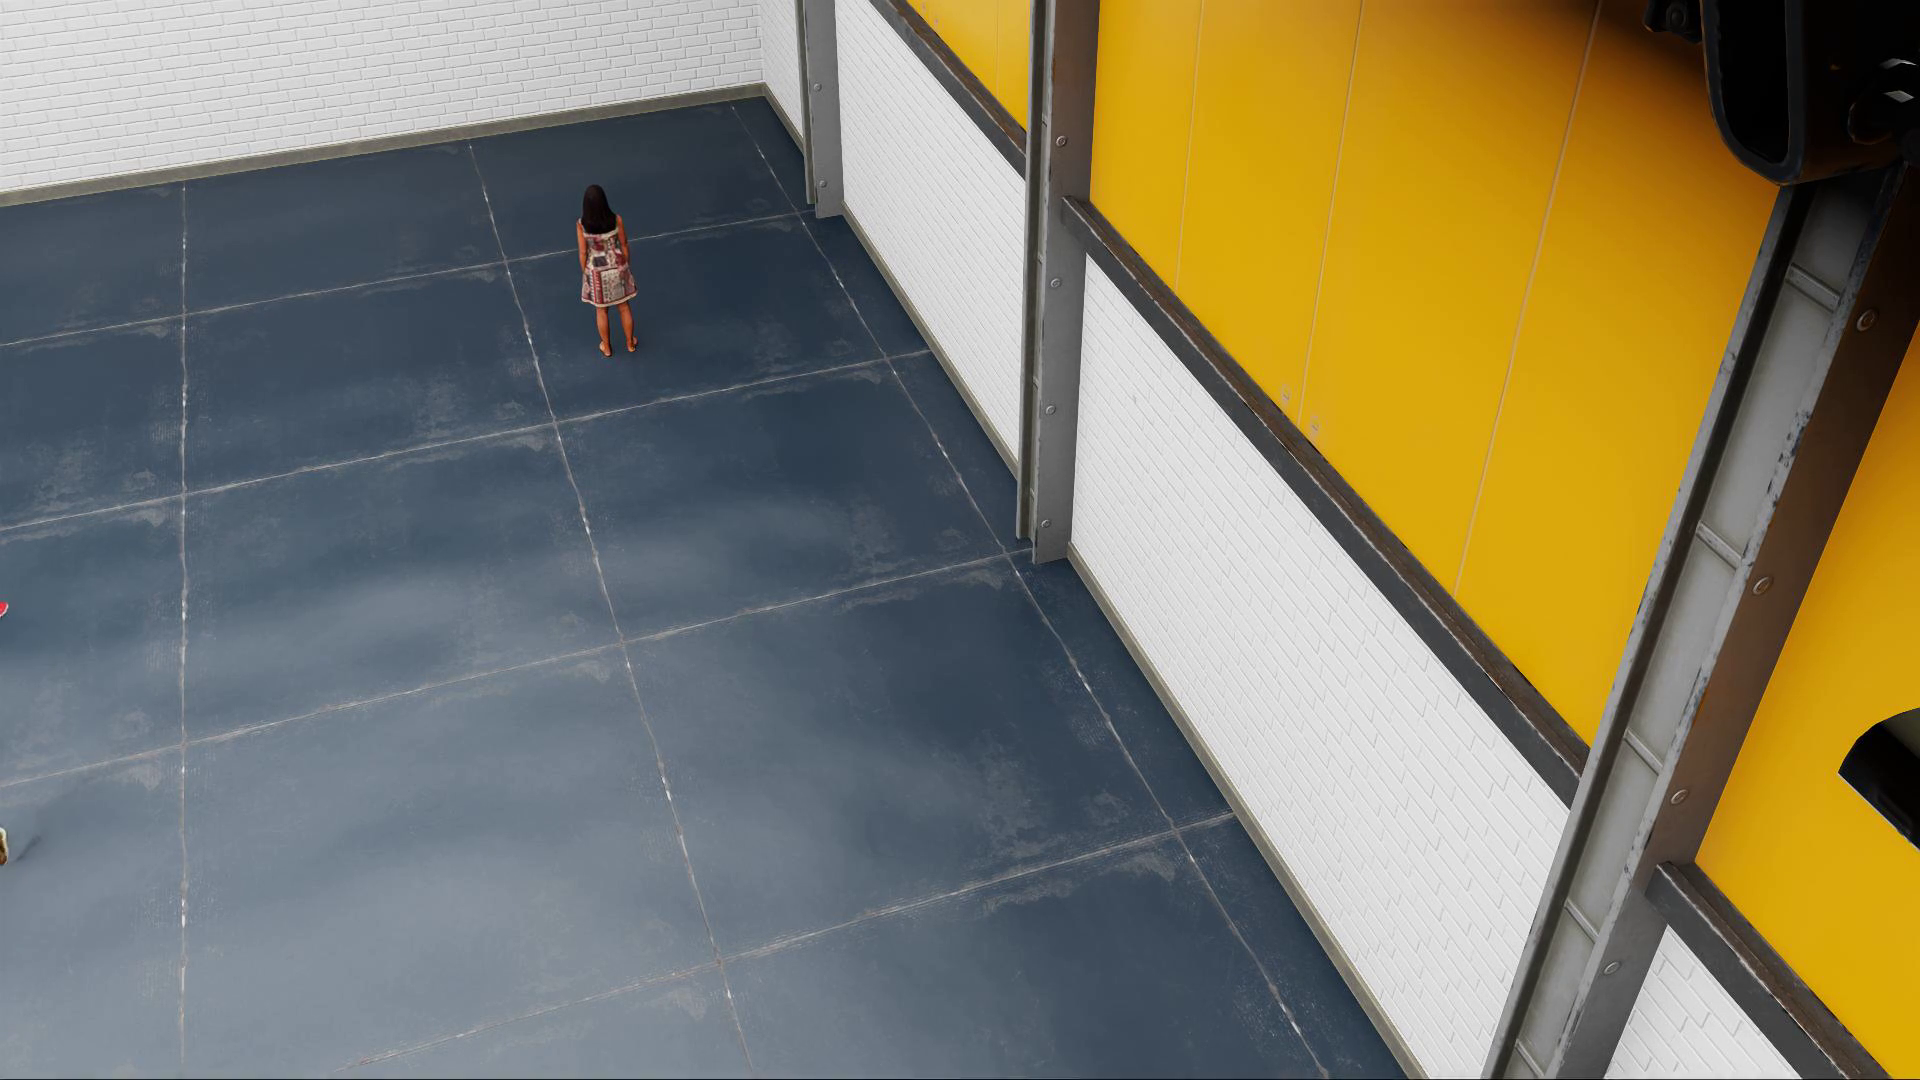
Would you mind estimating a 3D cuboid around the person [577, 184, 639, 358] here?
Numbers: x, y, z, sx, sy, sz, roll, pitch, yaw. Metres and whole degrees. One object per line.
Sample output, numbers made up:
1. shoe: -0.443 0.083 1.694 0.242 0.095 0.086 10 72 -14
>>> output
1. person: -3.128 -2.386 14.712 0.646 1.645 0.513 -12 40 -15
